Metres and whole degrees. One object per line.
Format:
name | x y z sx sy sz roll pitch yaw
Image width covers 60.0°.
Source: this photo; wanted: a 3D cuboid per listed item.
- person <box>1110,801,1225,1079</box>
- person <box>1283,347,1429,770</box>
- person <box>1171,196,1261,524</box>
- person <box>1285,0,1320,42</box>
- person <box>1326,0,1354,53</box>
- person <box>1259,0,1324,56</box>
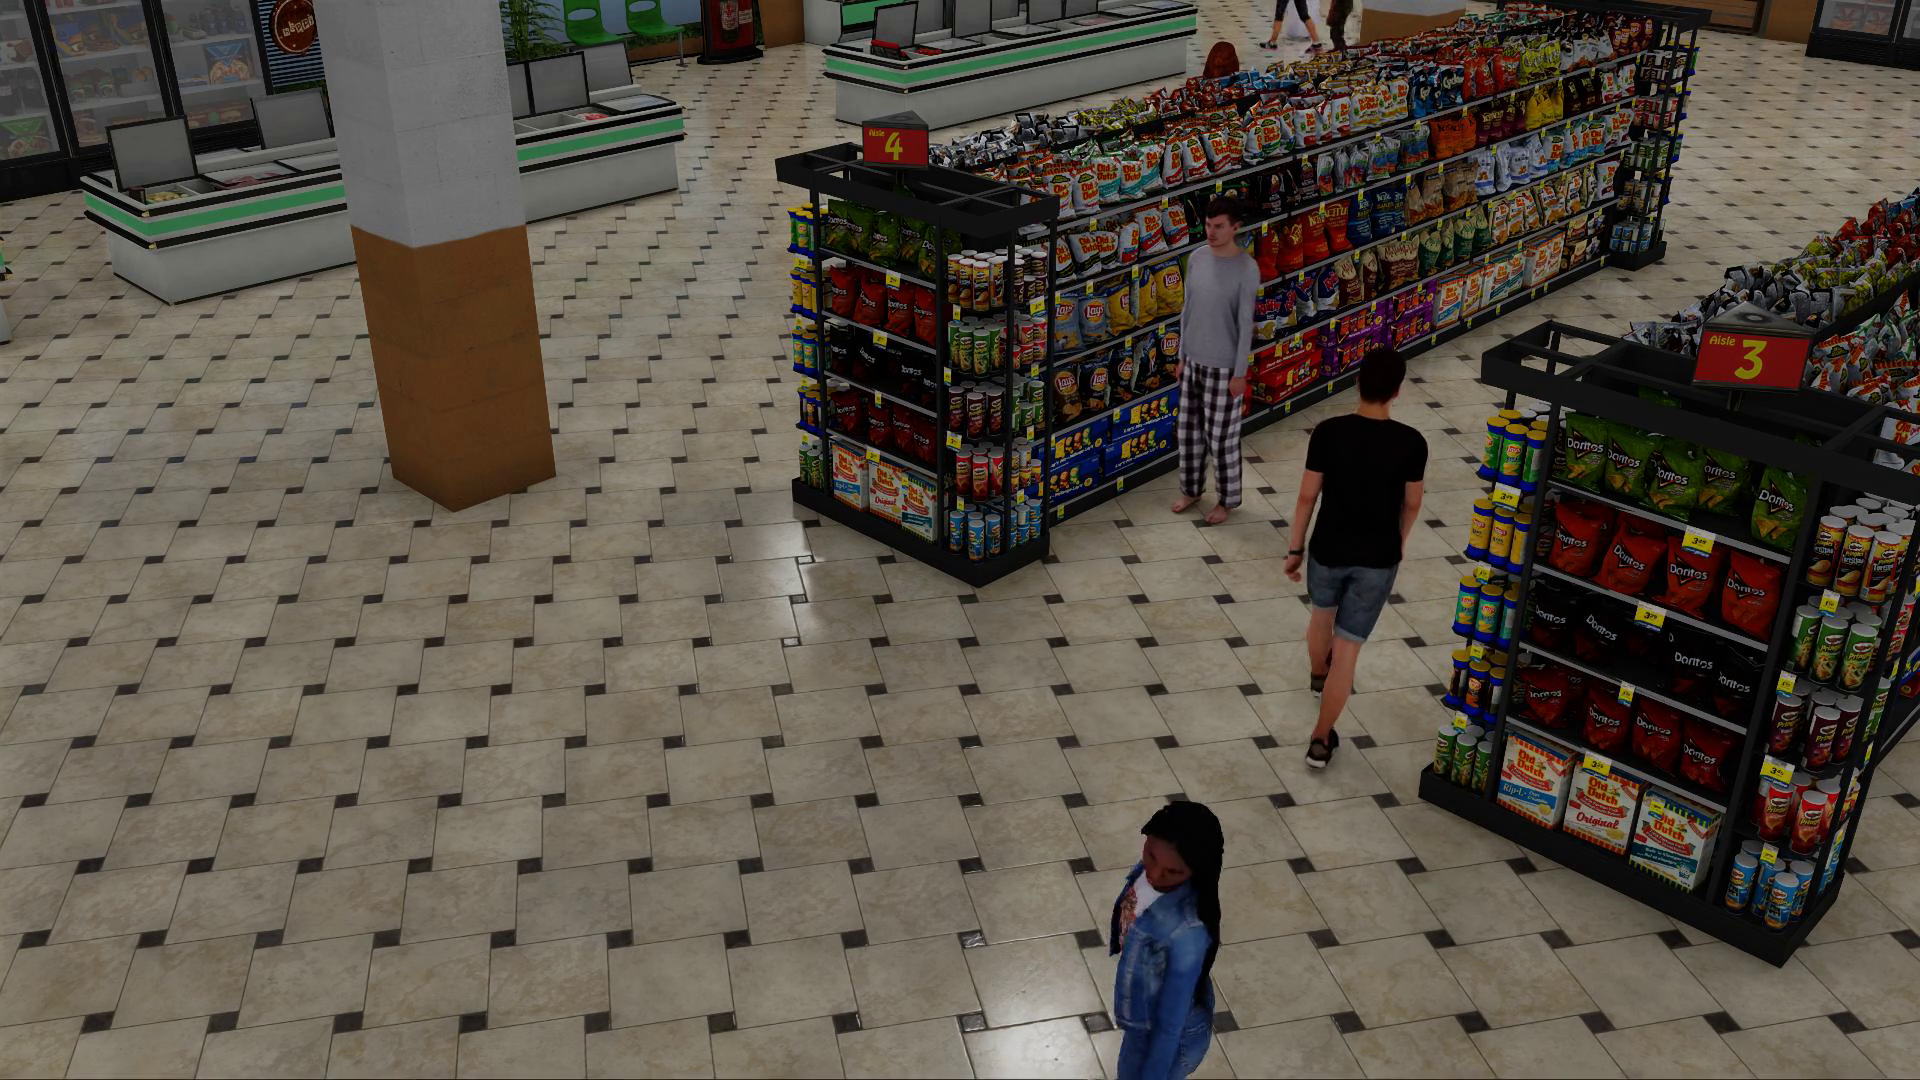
person | 0.554 1.371 4.651 0.780 1.710 0.699 9 28 17
person | 1.633 0.127 6.994 0.950 1.810 1.194 10 28 18
person | 1.402 -0.994 9.167 0.530 1.843 0.602 -24 35 -38
person | 4.652 -7.697 22.294 0.760 1.926 0.867 -7 28 -13
person | 4.568 -6.308 19.836 0.806 1.672 0.592 18 32 32
person | 4.374 -7.040 21.271 0.666 1.679 1.095 23 35 37
